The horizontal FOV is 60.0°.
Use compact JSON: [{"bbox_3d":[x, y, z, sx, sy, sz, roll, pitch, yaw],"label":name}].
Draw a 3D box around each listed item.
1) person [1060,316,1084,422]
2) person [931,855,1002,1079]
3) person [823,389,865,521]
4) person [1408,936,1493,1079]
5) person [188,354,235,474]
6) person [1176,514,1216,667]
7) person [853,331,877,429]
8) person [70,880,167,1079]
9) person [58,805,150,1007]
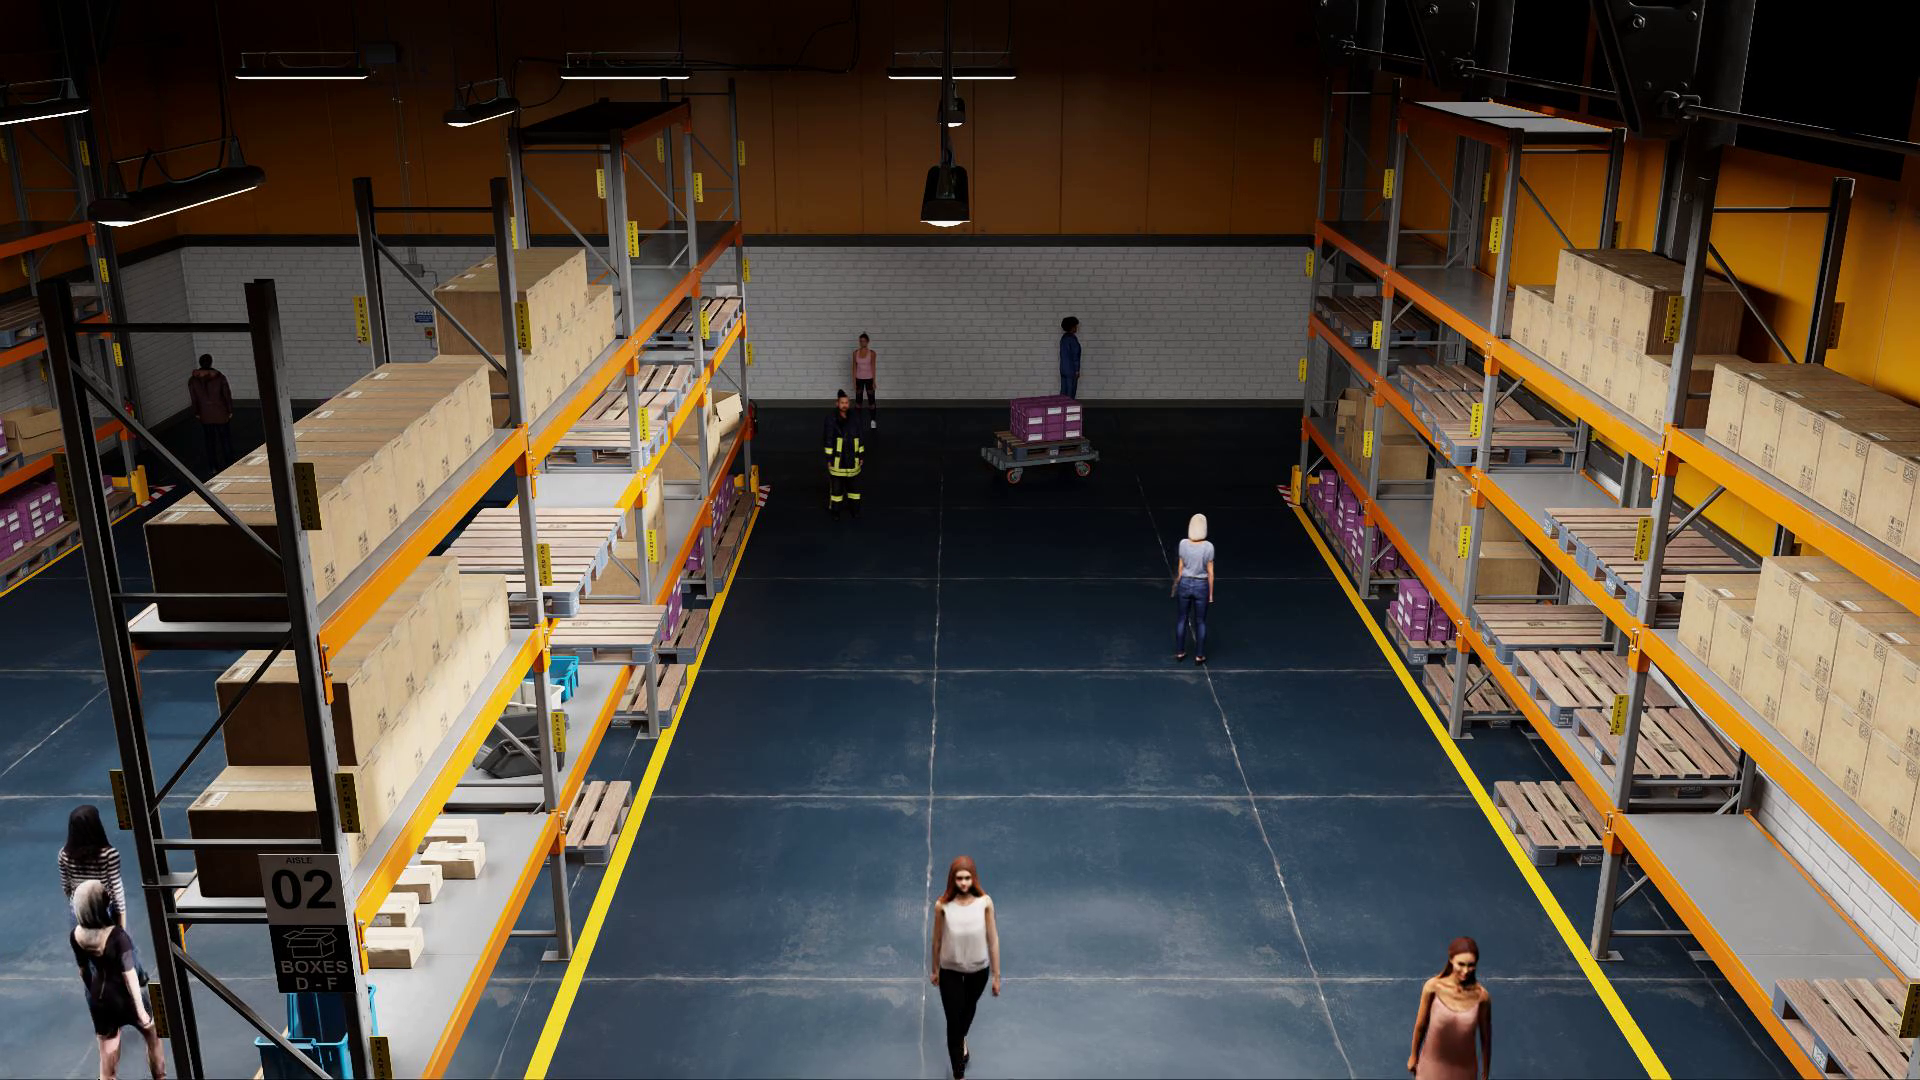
[{"bbox_3d":[1.888,-2.955,28.651,0.819,1.811,0.683,-9,21,-26],"label":"person"},{"bbox_3d":[0.019,2.913,11.436,0.690,1.679,1.073,-2,19,-6],"label":"person"},{"bbox_3d":[-1.619,-1.211,23.403,0.821,1.857,0.799,-6,19,-17],"label":"person"},{"bbox_3d":[3.018,3.216,10.308,0.685,1.823,0.679,4,19,13],"label":"person"},{"bbox_3d":[-11.498,-1.953,25.619,0.777,1.848,0.695,-2,19,-6],"label":"person"},{"bbox_3d":[2.592,0.537,18.422,0.627,1.722,0.632,7,20,21],"label":"person"},{"bbox_3d":[-1.612,-2.711,28.189,0.570,1.645,0.536,2,19,7],"label":"person"},{"bbox_3d":[-5.515,3.074,10.749,0.694,1.811,0.867,3,19,8],"label":"person"},{"bbox_3d":[-6.121,2.773,11.740,0.726,1.749,1.131,-3,19,-10],"label":"person"}]
